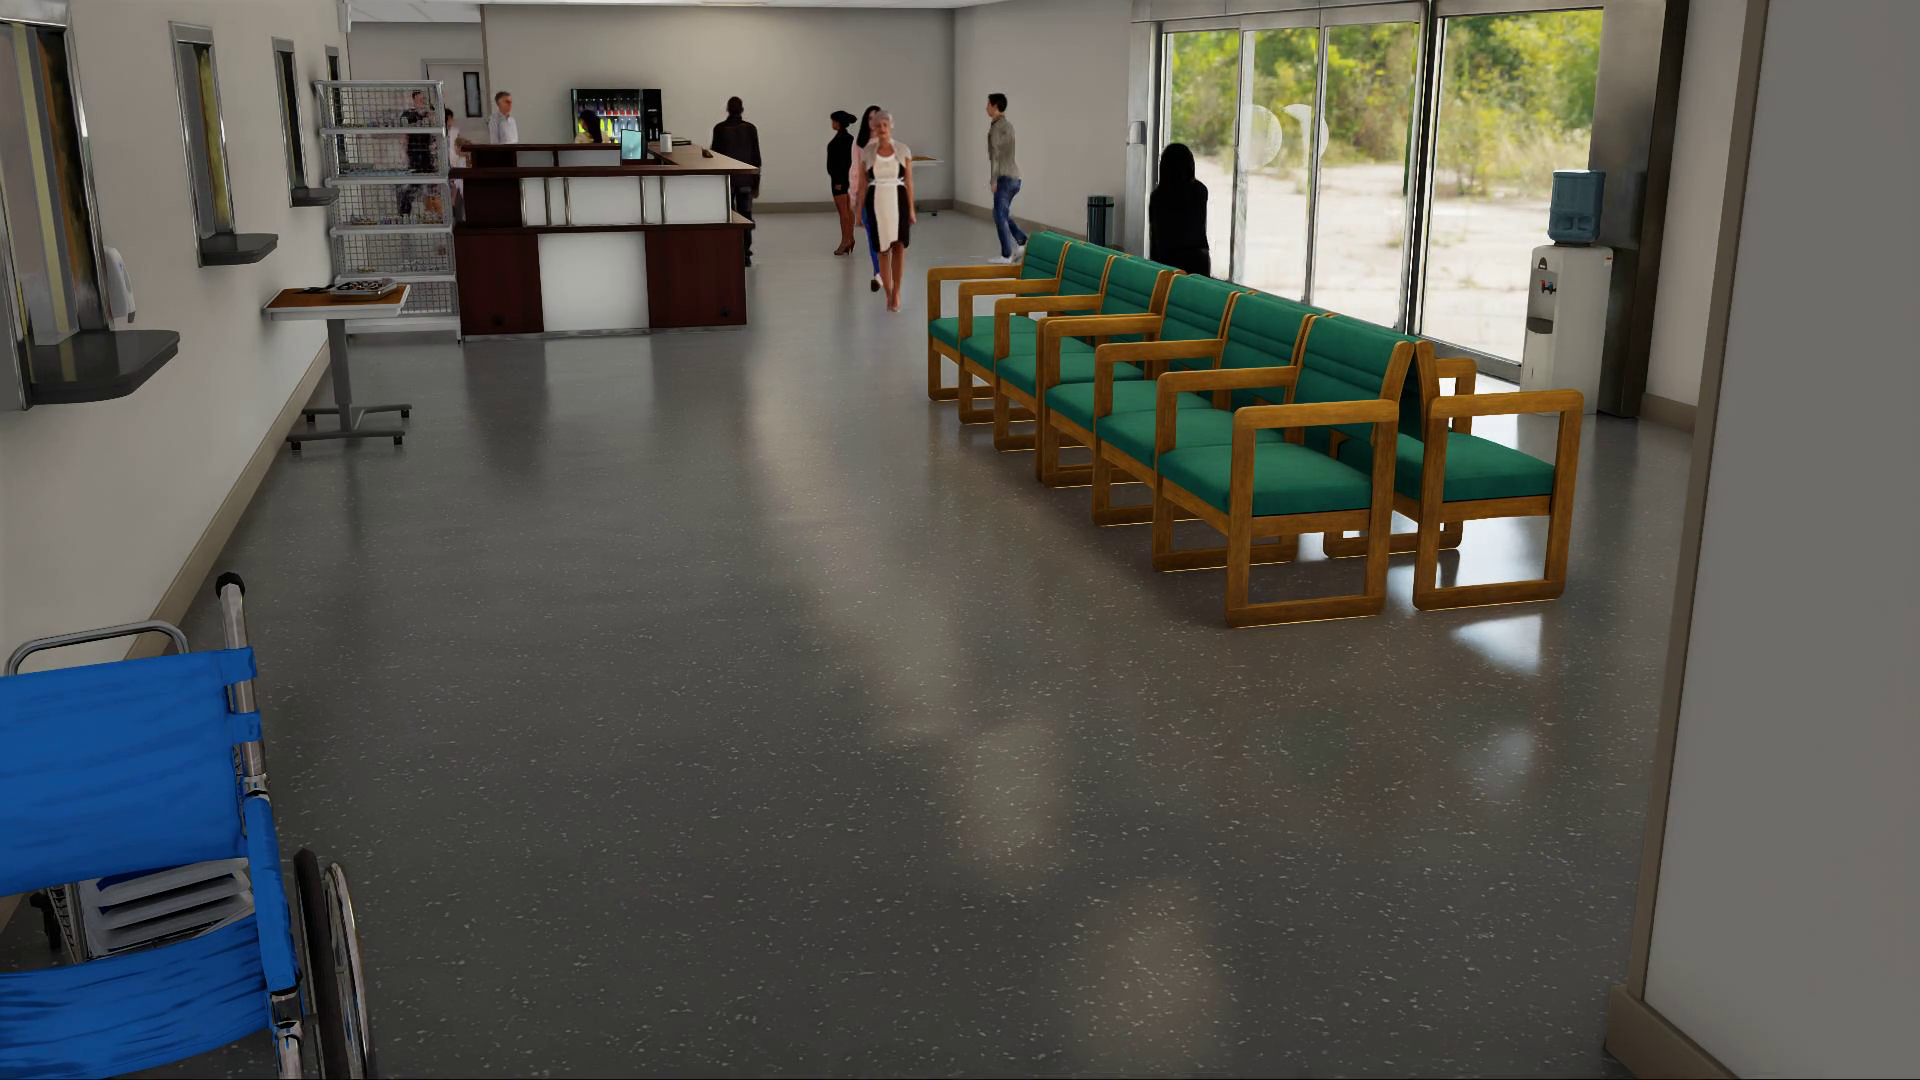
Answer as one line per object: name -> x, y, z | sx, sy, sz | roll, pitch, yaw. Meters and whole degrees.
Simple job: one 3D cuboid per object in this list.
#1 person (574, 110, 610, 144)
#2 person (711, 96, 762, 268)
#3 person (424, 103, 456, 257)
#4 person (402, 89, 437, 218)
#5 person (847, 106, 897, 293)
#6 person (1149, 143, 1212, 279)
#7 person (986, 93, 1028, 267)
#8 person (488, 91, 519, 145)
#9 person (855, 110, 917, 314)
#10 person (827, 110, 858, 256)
person -> -4.478, -4.434, 20.362 | 0.638, 1.630, 0.777 | -12, 20, -37
person -> -2.451, -3.894, 18.131 | 0.623, 1.802, 0.791 | -3, 16, -9
person -> -5.896, -4.134, 19.131 | 0.712, 1.721, 0.689 | -9, 18, -29
person -> -7.321, -5.143, 22.521 | 1.222, 1.824, 1.170 | -15, 22, -43
person -> -0.804, -3.238, 15.964 | 1.188, 1.714, 0.988 | 1, 16, 4
person -> 1.553, -1.855, 11.323 | 1.115, 1.570, 0.878 | -8, 17, -25
person -> 0.573, -3.889, 18.036 | 0.952, 1.842, 0.903 | 4, 16, 14
person -> -6.333, -5.231, 22.929 | 1.156, 1.772, 1.144 | 11, 19, 33
person -> -0.625, -2.881, 14.655 | 0.755, 1.736, 0.834 | 1, 16, 3
person -> -1.372, -4.161, 19.374 | 0.742, 1.640, 0.694 | 4, 16, 15
